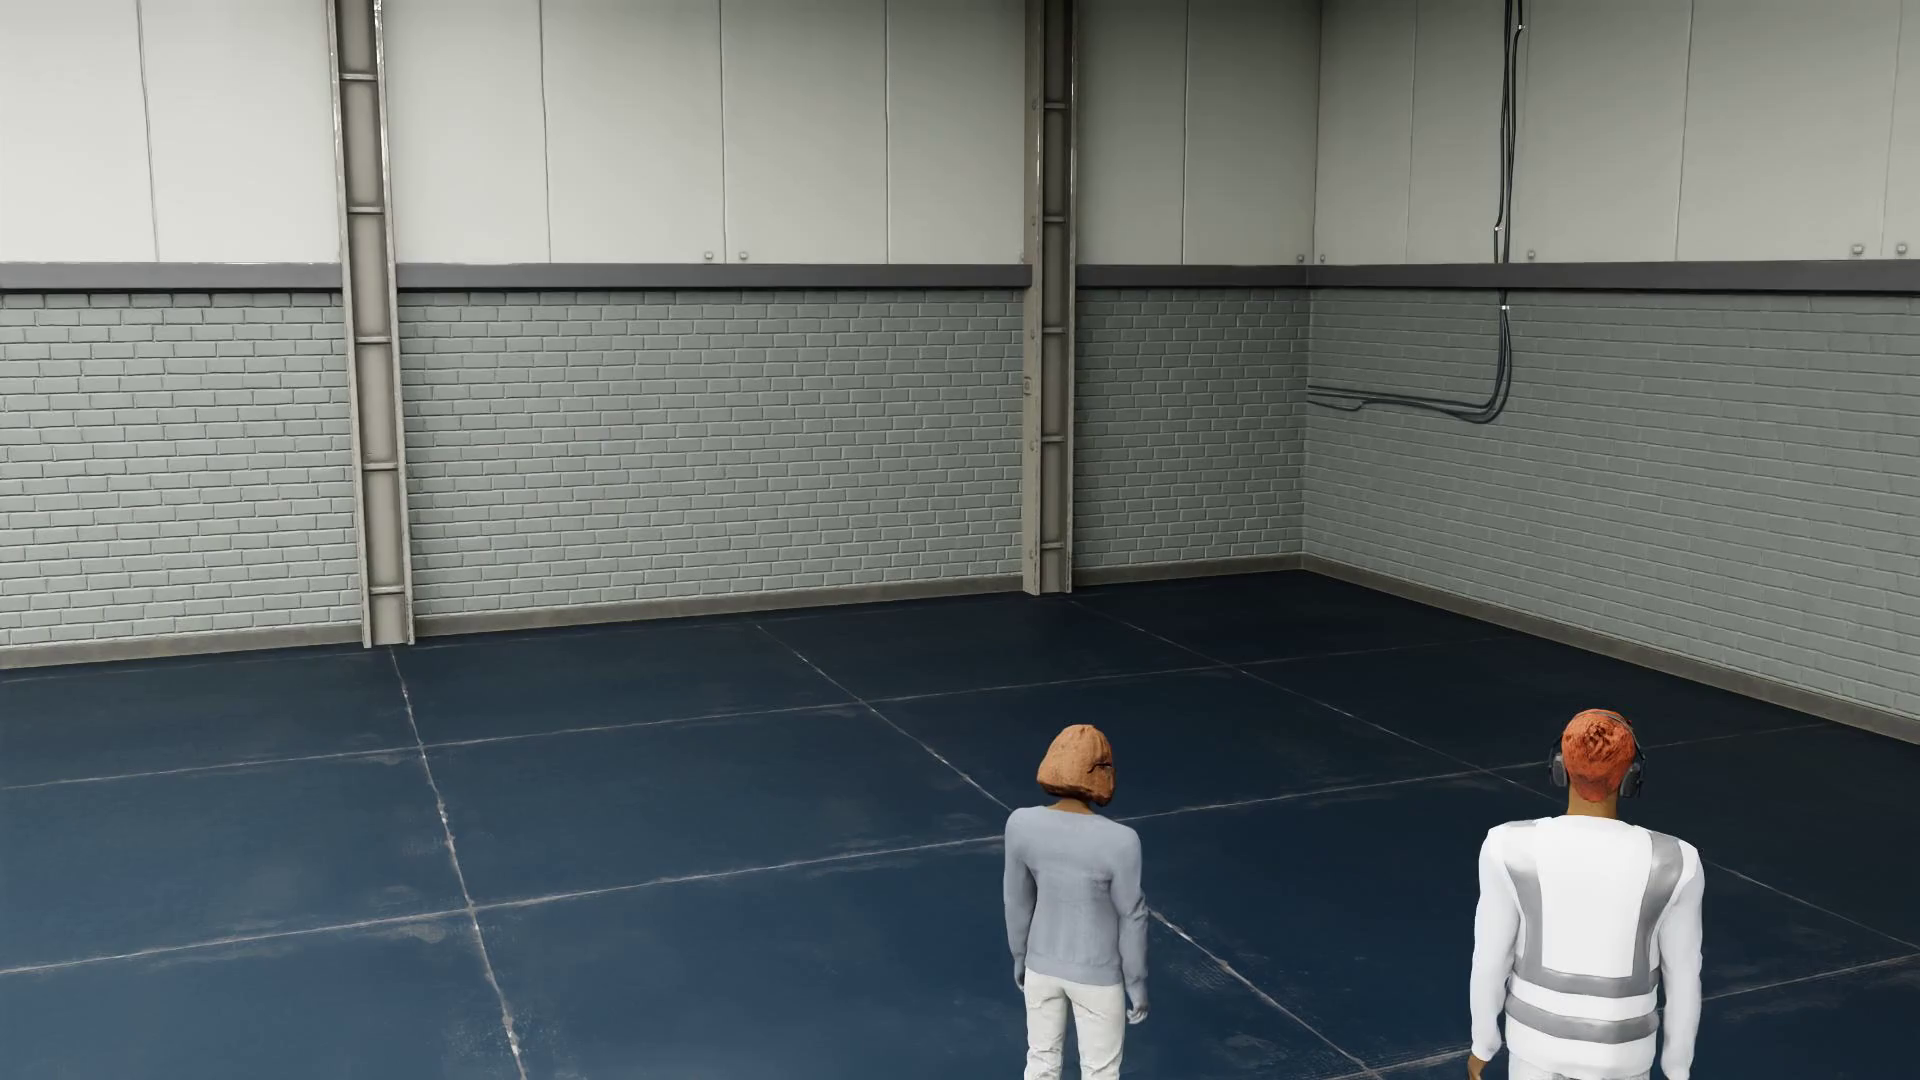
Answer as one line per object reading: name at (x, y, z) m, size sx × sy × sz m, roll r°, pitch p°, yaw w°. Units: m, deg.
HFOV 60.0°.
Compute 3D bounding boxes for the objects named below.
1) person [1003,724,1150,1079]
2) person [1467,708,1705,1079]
person at (0.372, 1.386, 5.290) m, size 0.498 × 1.633 × 0.280 m, roll 6°, pitch 11°, yaw 32°
person at (1.683, 1.384, 4.516) m, size 0.585 × 1.882 × 0.337 m, roll 3°, pitch 9°, yaw 17°
